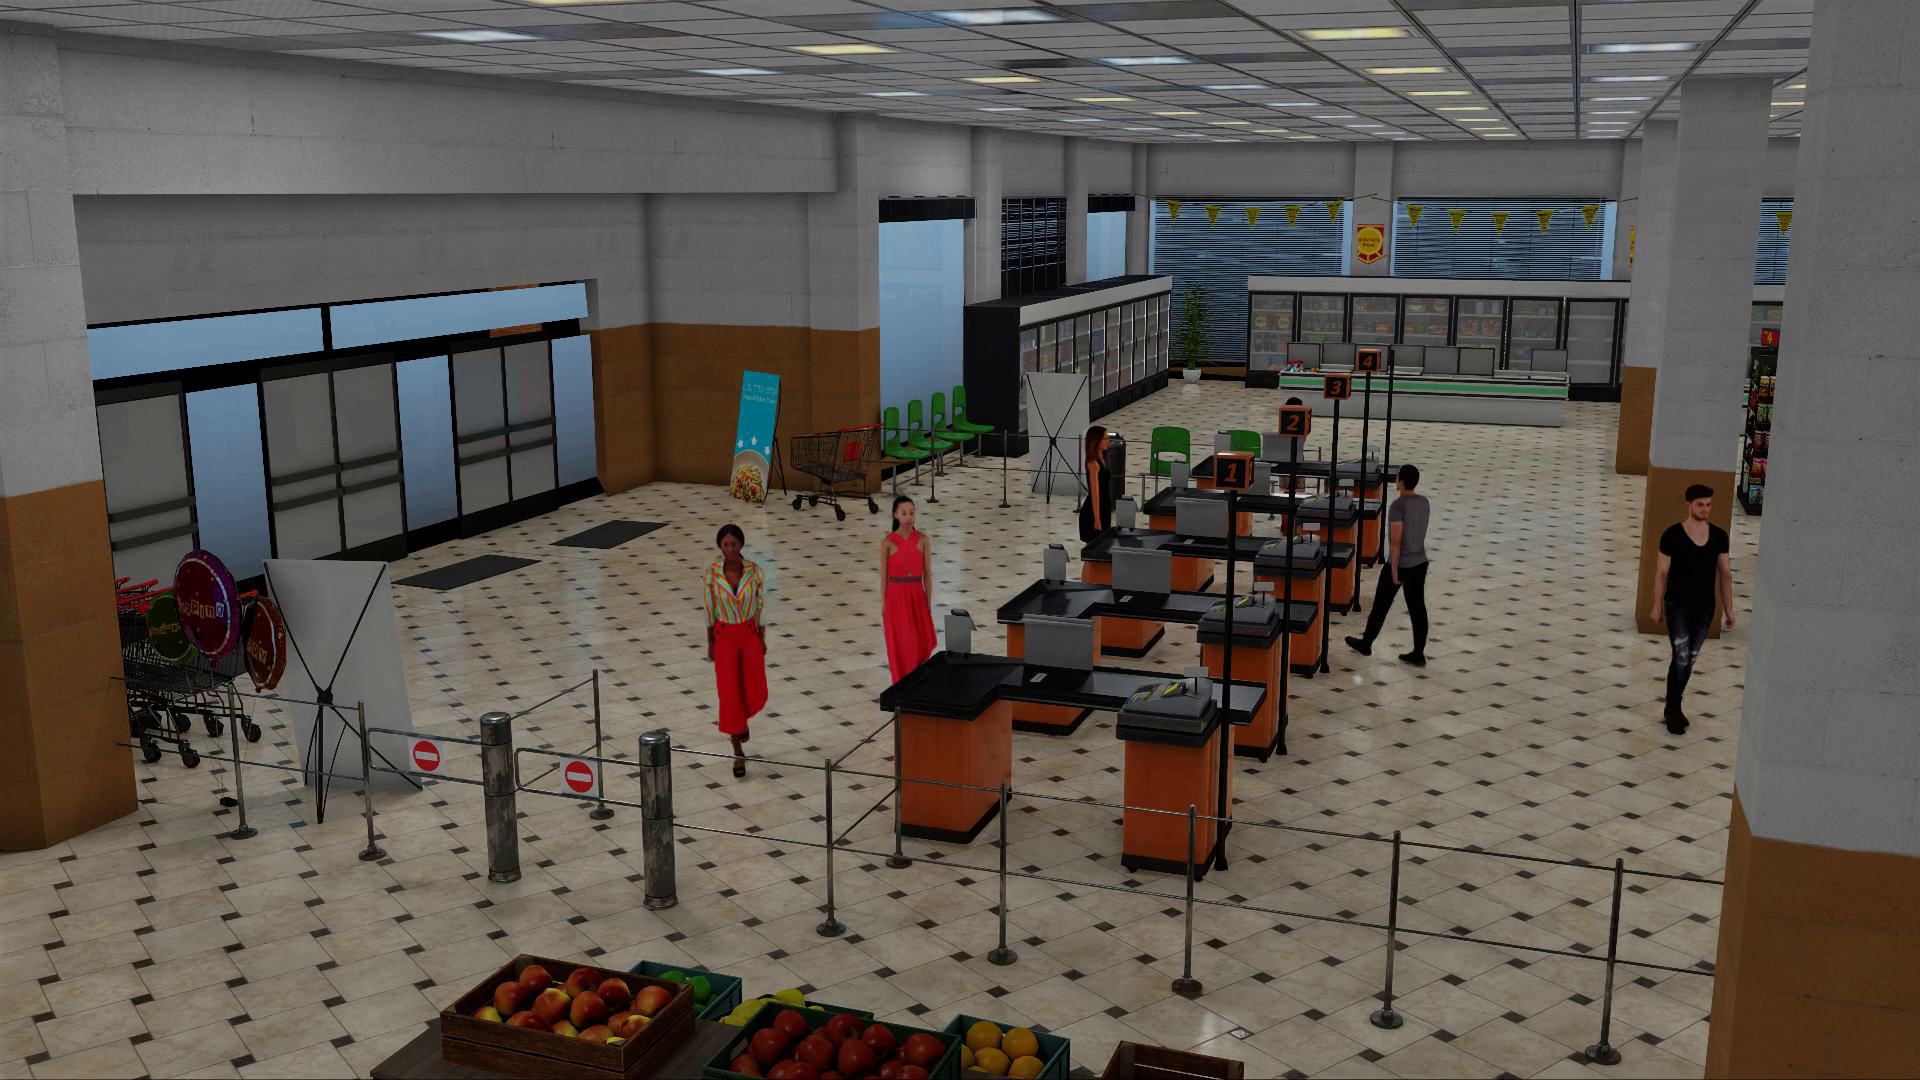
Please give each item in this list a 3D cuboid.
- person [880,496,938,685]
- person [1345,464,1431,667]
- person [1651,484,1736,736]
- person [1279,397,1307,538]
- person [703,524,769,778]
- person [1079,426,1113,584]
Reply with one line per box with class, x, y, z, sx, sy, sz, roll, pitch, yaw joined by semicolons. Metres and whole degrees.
person;-0.449;0.499;13.027;0.877;1.710;0.904;-3;12;-15
person;3.877;0.232;14.247;0.960;1.728;1.067;-8;14;-32
person;5.510;0.495;12.646;0.868;1.874;0.893;0;12;-2
person;3.928;-0.875;19.712;0.601;1.643;0.689;2;12;7
person;-1.563;0.755;11.640;0.872;1.780;0.876;-3;12;-12
person;1.301;-0.184;15.971;0.580;1.834;0.616;2;12;9
